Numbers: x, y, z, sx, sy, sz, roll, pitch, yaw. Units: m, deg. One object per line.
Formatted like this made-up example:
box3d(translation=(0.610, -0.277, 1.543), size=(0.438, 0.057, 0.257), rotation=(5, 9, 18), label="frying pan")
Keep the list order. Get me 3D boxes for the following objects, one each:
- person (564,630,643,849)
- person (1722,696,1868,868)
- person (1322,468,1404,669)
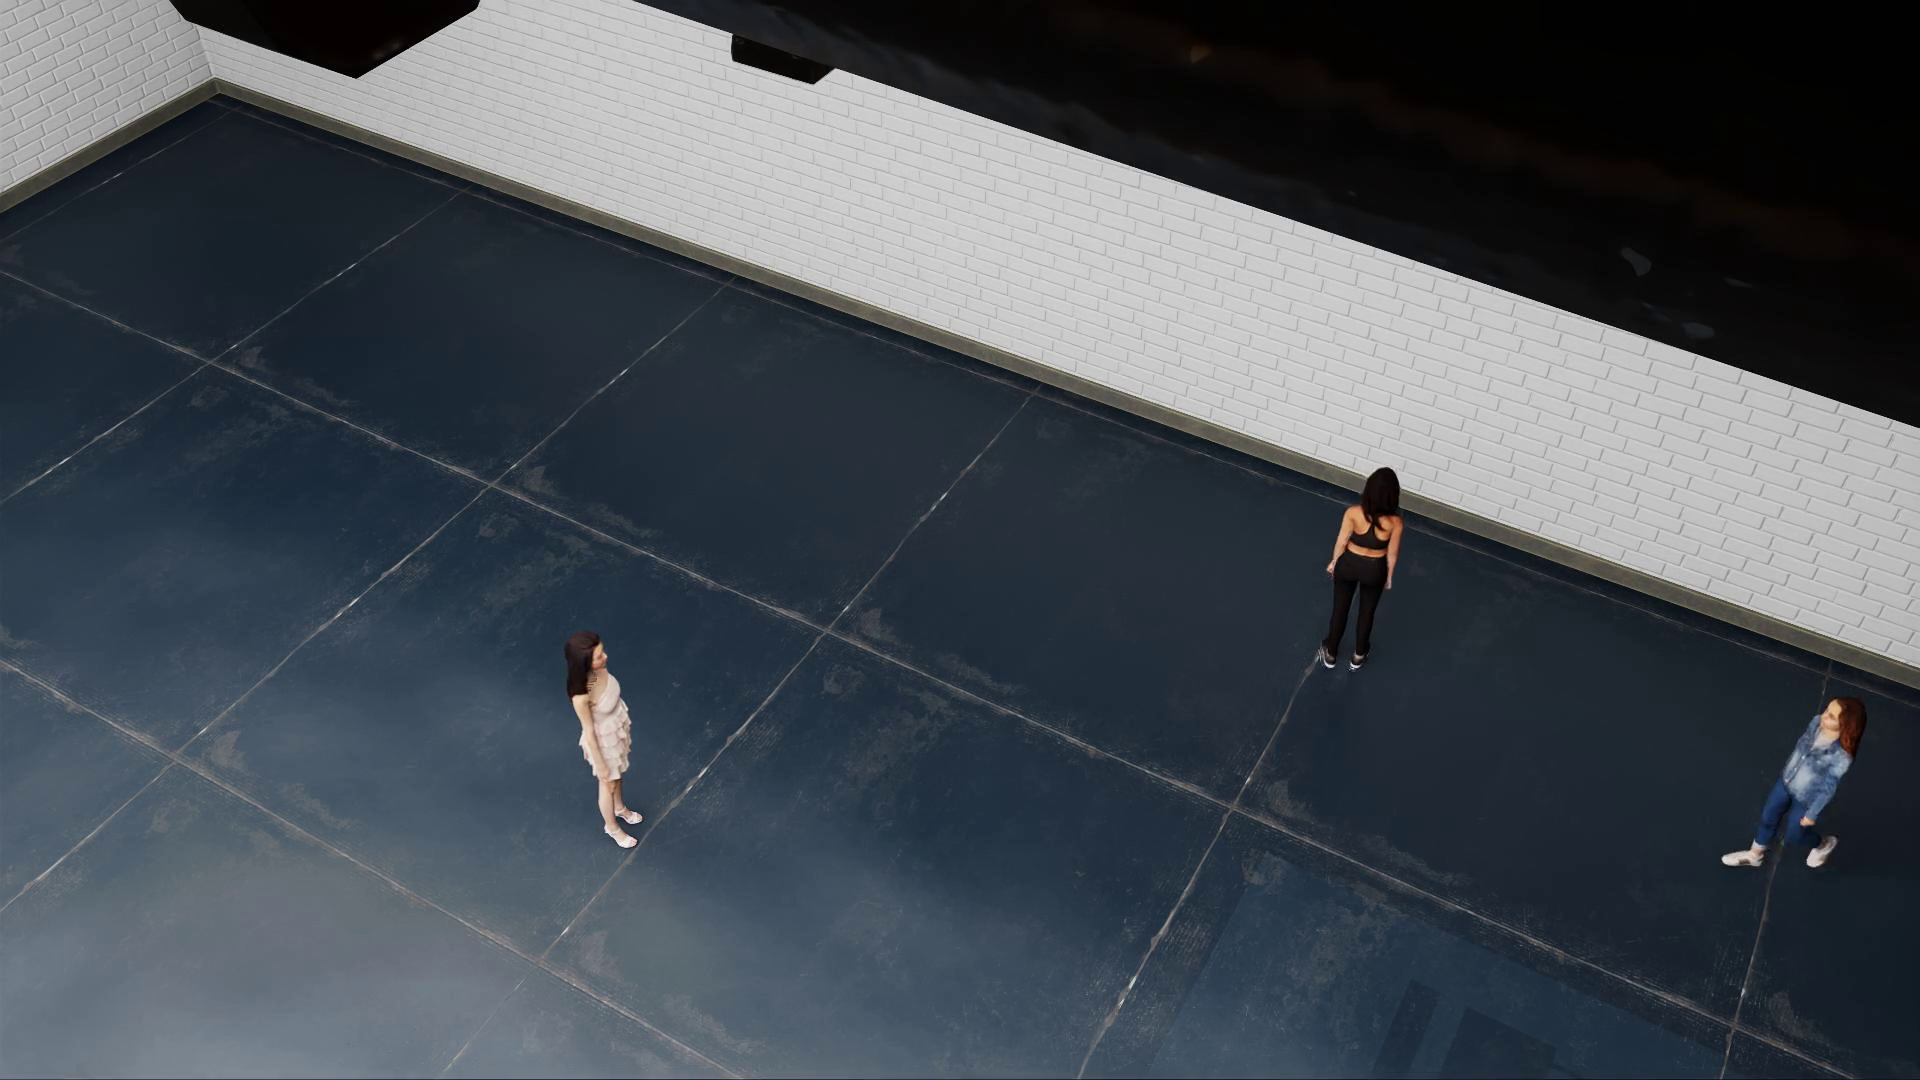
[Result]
box3d(translation=(-2.045, 1.140, 9.566), size=(0.716, 1.736, 0.594), rotation=(4, 44, 4), label="person")
box3d(translation=(4.875, 1.423, 9.465), size=(0.887, 1.467, 0.868), rotation=(-4, 44, -4), label="person")
box3d(translation=(2.558, 0.205, 10.616), size=(0.625, 1.643, 0.600), rotation=(10, 45, 10), label="person")
